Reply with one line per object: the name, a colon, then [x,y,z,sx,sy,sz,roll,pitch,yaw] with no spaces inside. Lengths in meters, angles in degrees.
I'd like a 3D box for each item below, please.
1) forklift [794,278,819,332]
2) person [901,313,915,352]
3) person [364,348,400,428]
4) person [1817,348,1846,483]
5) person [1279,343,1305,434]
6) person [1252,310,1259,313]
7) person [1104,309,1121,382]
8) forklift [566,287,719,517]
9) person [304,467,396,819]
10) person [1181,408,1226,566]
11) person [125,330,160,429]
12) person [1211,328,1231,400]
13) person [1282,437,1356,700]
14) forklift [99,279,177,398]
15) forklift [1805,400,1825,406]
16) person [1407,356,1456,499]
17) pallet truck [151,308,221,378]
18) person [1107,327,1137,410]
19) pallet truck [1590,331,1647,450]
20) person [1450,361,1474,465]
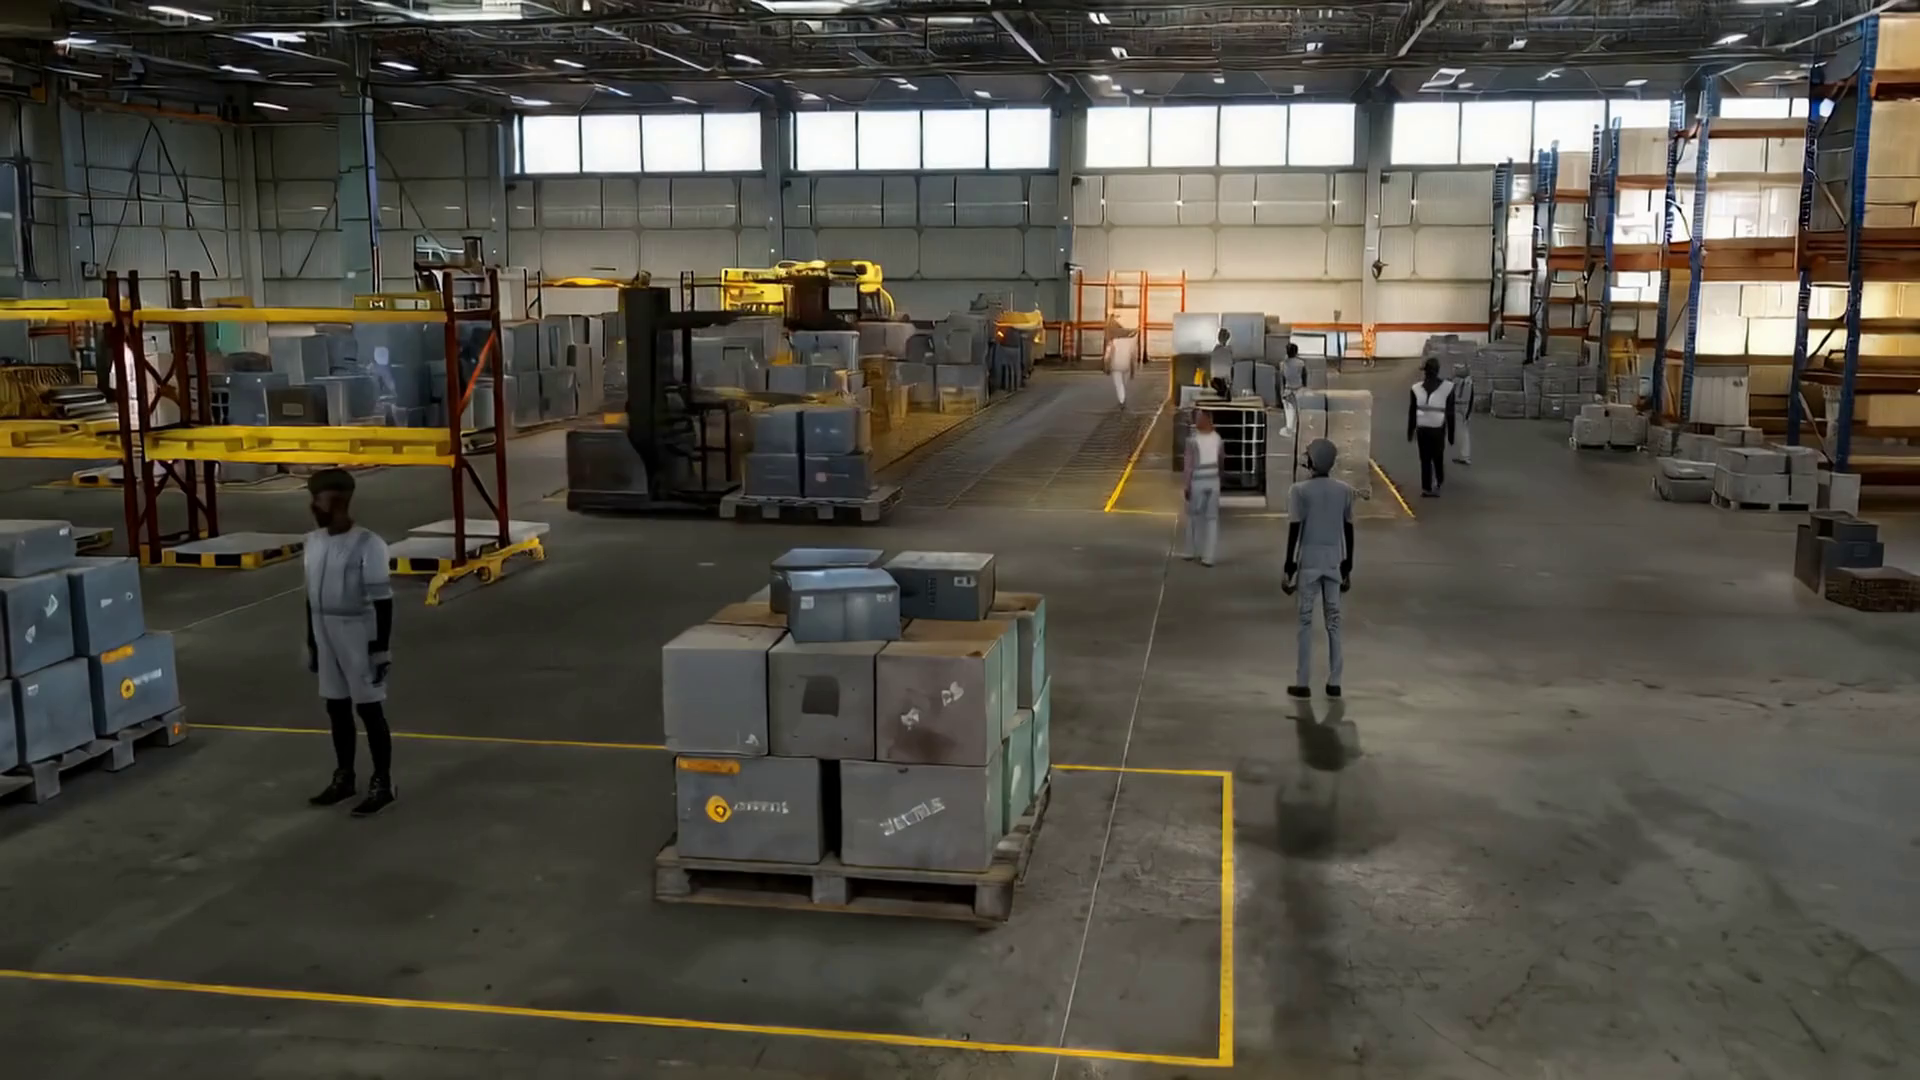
forklift: [-3.932,-5.317,42.705,1.873,2.768,1.129,-4,10,-24]
person: [-1.460,-4.946,43.370,0.643,1.919,0.569,5,10,28]
person: [-9.349,-2.221,26.970,0.954,1.793,0.646,1,9,9]
person: [12.490,-1.771,23.755,0.364,1.933,0.543,2,9,10]
person: [6.190,-2.833,31.016,0.539,1.698,0.318,-4,10,-26]
person: [8.103,-5.337,45.730,0.357,1.938,0.542,-9,13,-43]
person: [4.116,-5.264,45.128,0.435,1.982,0.642,6,11,35]
forklift: [-3.859,-1.742,20.660,1.873,2.768,1.129,1,9,9]
person: [-3.409,0.566,9.240,0.613,1.961,0.368,5,10,27]
person: [2.492,-0.556,17.196,0.533,1.615,0.567,-3,10,-19]
person: [-15.410,-3.001,31.335,0.627,1.935,0.373,-6,11,-34]
person: [4.988,-3.071,31.749,0.352,1.937,0.635,-2,9,-12]
person: [2.536,0.203,11.767,0.508,1.874,0.329,-1,9,-5]
forklift: [-19.606,-4.720,39.027,1.873,2.768,1.129,1,9,9]
forklift: [19.446,-4.290,36.370,1.873,2.768,1.129,6,11,34]
person: [6.232,-1.475,22.018,0.616,1.901,0.455,7,11,36]
pallet truck: [-21.869,-5.598,47.154,0.823,1.965,1.885,4,10,26]
person: [3.542,-3.728,36.236,0.622,1.813,0.920,-2,9,-10]
pallet truck: [11.253,-2.573,28.499,0.823,1.965,1.885,5,10,27]
person: [7.868,-1.986,26.010,0.314,1.630,0.527,0,9,-2]
